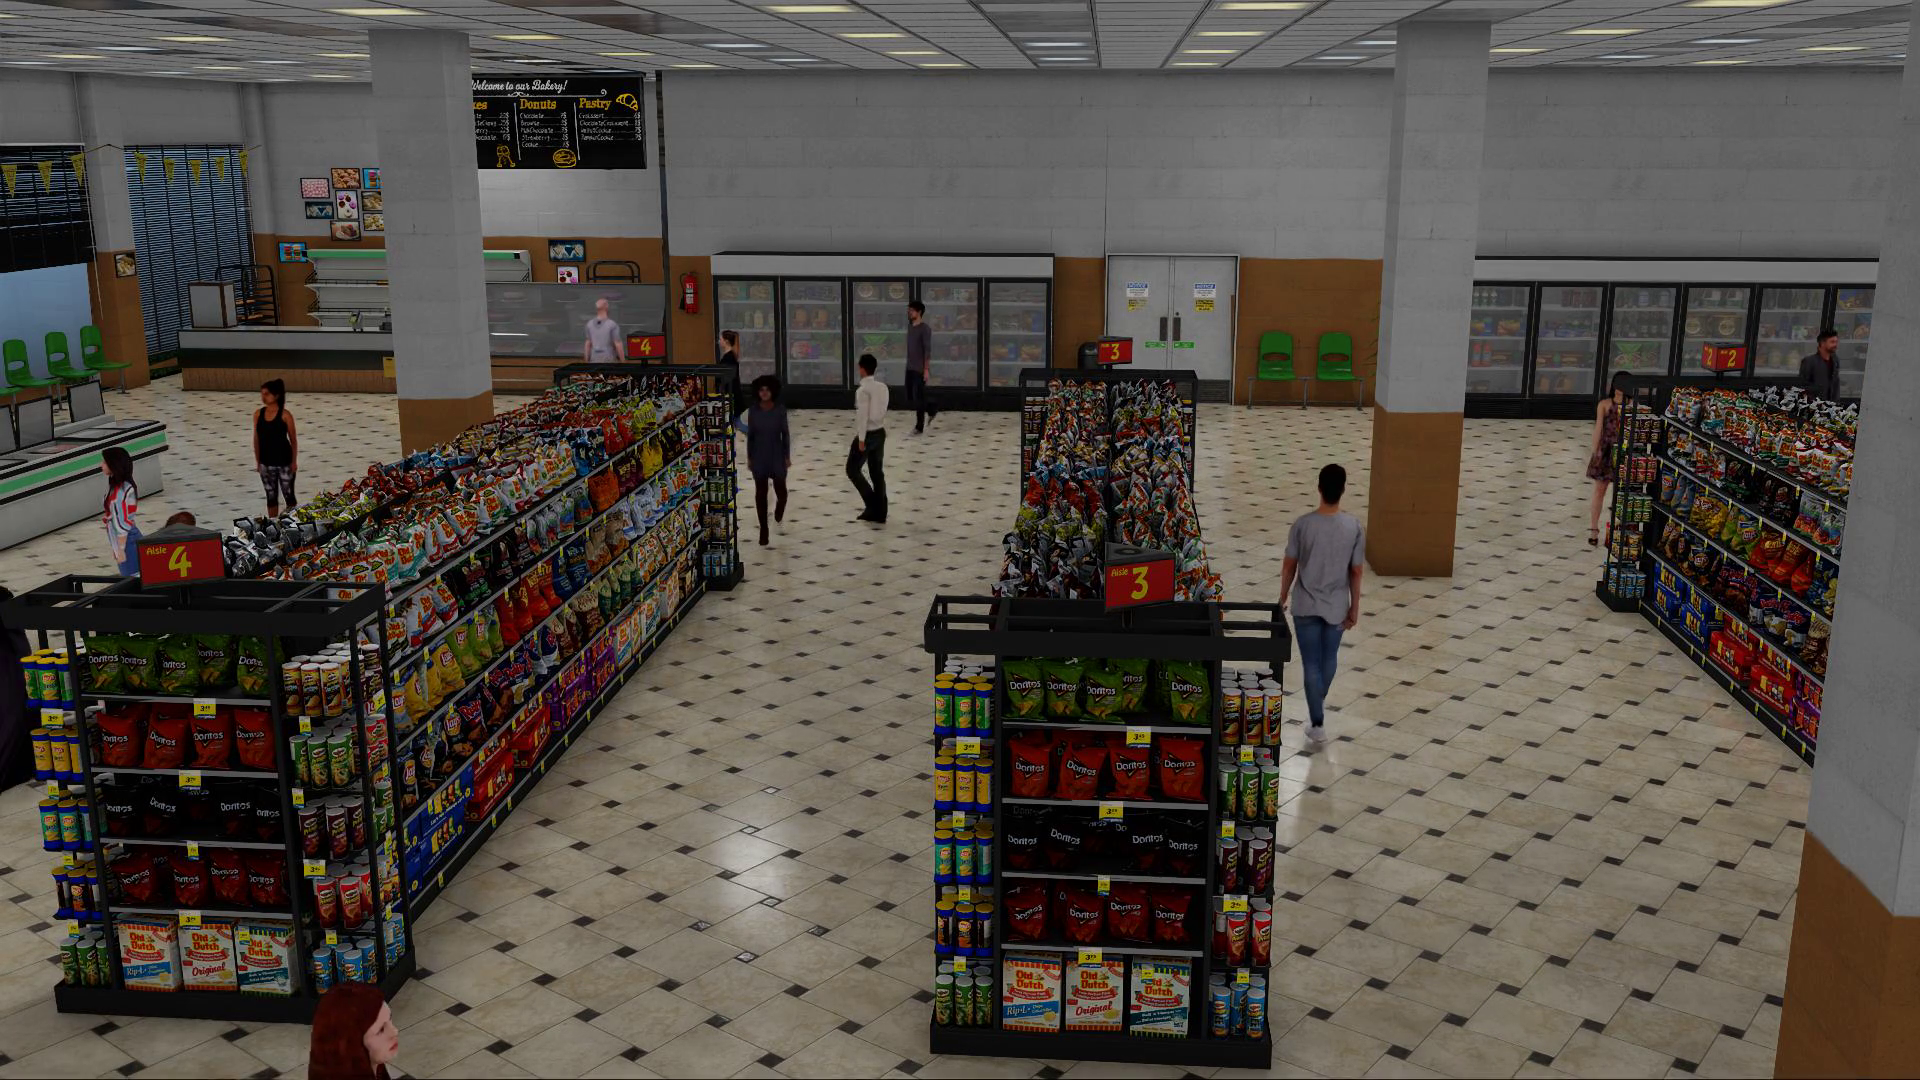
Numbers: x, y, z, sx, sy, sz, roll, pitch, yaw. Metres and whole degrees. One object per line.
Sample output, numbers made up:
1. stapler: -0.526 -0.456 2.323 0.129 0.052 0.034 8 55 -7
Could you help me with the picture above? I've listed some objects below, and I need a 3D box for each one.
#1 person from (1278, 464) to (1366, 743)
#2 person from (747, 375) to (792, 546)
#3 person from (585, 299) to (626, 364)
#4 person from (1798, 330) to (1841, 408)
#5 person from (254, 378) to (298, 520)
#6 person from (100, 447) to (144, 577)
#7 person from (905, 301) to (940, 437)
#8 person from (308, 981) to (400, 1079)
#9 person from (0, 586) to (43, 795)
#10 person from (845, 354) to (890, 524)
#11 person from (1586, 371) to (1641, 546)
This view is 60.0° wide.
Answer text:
1. person: 2.445 0.461 11.228 0.726 1.845 1.160 0 14 2
2. person: -1.920 -0.823 16.852 0.633 1.689 1.022 0 14 1
3. person: -5.018 -2.417 23.217 0.860 1.787 1.280 4 14 16
4. person: 9.898 -1.519 19.370 0.949 1.855 1.042 -7 15 -25
5. person: -6.920 -0.813 16.870 0.572 1.663 0.503 1 14 3
6. person: -6.733 0.037 13.476 0.724 1.610 0.621 -7 15 -27
7. person: -0.498 -2.358 22.873 1.001 1.834 0.957 -9 16 -32
8. person: -1.739 2.079 4.720 0.722 1.769 0.724 -1 14 -5
9. person: -5.995 0.828 10.247 0.759 1.596 1.148 5 14 19
10. person: -0.872 -1.055 17.575 0.841 1.800 0.725 8 16 30
11. person: 6.546 -0.814 16.635 0.697 1.774 0.704 3 14 13
